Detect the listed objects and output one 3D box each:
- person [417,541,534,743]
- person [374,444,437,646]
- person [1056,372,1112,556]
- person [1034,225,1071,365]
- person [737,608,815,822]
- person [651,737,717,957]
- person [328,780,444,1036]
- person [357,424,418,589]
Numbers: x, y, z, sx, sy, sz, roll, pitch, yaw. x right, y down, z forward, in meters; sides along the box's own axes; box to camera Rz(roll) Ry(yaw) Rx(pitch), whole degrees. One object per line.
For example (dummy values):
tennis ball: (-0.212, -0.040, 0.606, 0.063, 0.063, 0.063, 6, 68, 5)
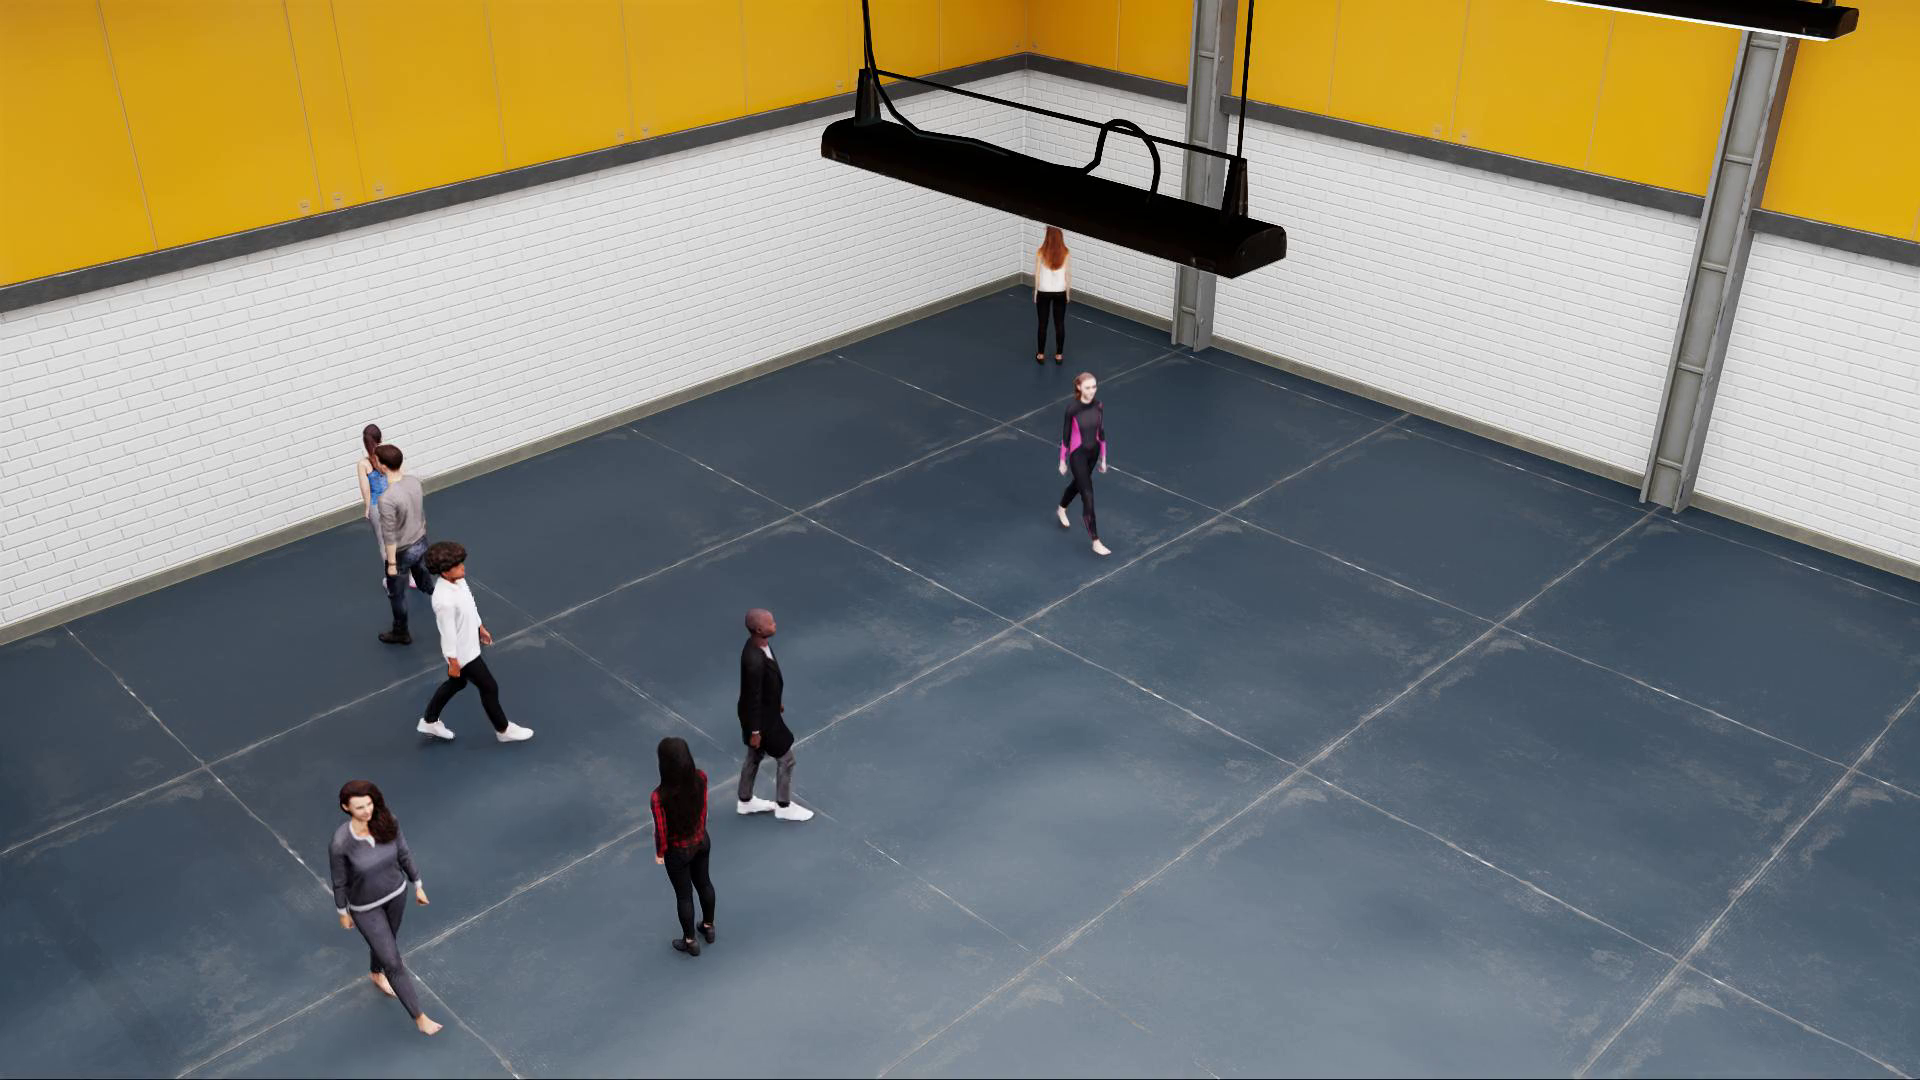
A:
person: (-3.887, 0.807, 12.698, 1.122, 1.778, 1.142, -4, 29, -7)
person: (-4.548, 0.092, 13.903, 1.249, 1.877, 1.023, 10, 30, 17)
person: (1.124, -0.780, 15.694, 0.794, 1.694, 1.227, -15, 32, -25)
person: (1.081, -2.896, 19.548, 0.650, 1.719, 0.702, -1, 29, -2)
person: (-1.518, 1.271, 11.885, 0.946, 1.742, 0.896, -3, 29, -6)
person: (-1.754, 1.963, 10.705, 0.527, 1.657, 0.599, 22, 35, 34)
person: (-3.626, 2.186, 10.228, 1.106, 1.721, 0.738, 20, 34, 32)
person: (-5.114, -0.286, 14.877, 0.621, 1.609, 0.620, -15, 32, -25)
